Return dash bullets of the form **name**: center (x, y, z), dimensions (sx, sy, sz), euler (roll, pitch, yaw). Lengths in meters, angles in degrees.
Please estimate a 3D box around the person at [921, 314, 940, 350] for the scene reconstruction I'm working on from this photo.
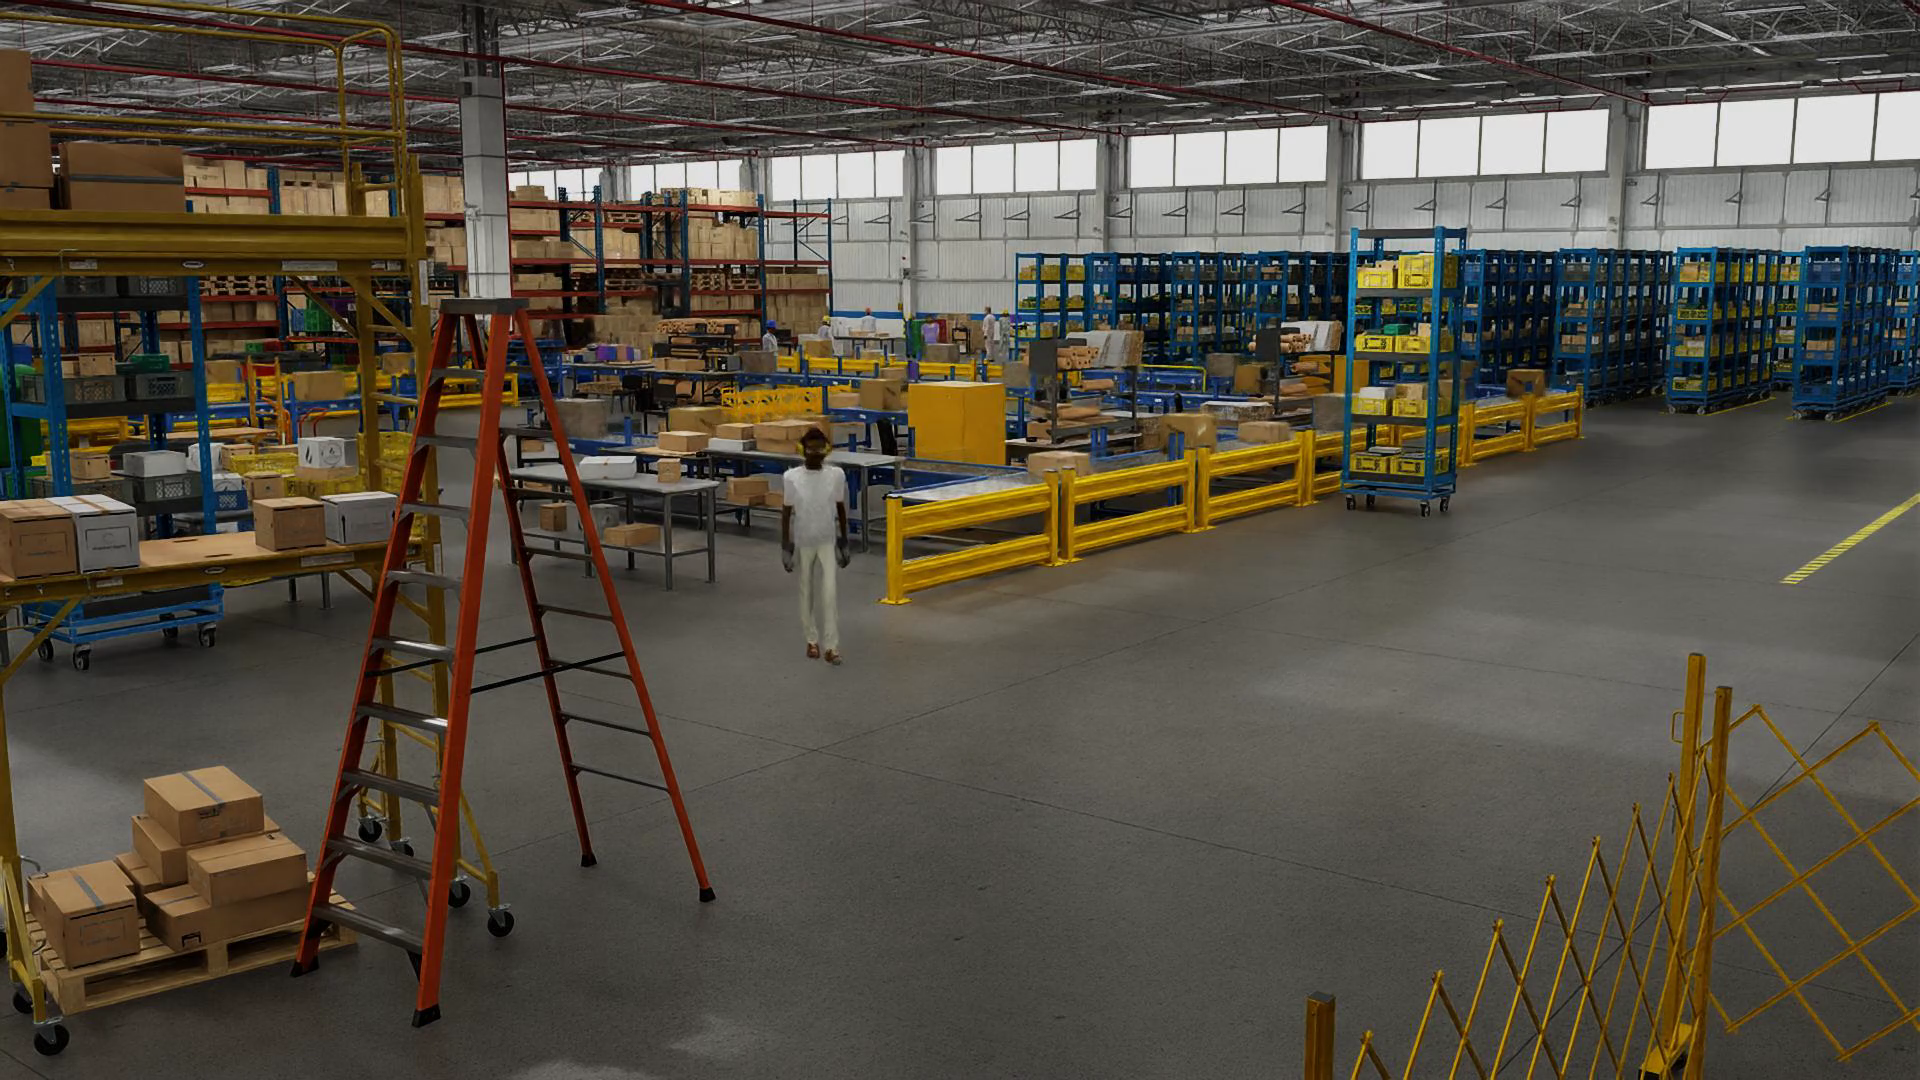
- **person**: center (-0.888, -5.969, 50.558), dimensions (0.588, 1.825, 0.447), euler (-2, 9, -11)

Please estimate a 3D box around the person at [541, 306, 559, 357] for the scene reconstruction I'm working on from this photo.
- **person**: center (-15.015, -7.640, 60.923), dimensions (0.639, 1.856, 1.014), euler (7, 12, 39)

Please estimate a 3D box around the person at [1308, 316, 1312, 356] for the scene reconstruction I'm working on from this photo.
- **person**: center (10.601, -5.981, 50.808), dimensions (0.597, 1.793, 0.881), euler (5, 10, 28)

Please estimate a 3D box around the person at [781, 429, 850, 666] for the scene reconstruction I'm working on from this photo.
- **person**: center (-1.102, 0.071, 12.824), dimensions (0.555, 1.833, 0.893), euler (-2, 9, -10)

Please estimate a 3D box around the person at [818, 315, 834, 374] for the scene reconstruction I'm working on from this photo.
- **person**: center (-3.819, -5.547, 47.897), dimensions (0.404, 1.837, 0.590), euler (-9, 13, -43)

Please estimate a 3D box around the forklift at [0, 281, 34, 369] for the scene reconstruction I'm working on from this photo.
- **forklift**: center (-26.397, -5.650, 45.297), dimensions (1.873, 2.768, 1.129), euler (3, 10, 20)

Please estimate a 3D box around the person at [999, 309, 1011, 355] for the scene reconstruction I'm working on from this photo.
- **person**: center (1.681, -7.722, 61.805), dimensions (0.485, 1.735, 0.356), euler (-3, 10, -19)

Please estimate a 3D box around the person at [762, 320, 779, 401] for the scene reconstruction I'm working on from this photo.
- **person**: center (-4.469, -4.228, 39.319), dimensions (0.404, 1.945, 0.616), euler (2, 9, 10)

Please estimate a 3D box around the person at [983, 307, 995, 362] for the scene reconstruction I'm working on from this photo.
- **person**: center (0.975, -7.076, 57.234), dimensions (0.402, 1.904, 0.652), euler (4, 10, 22)

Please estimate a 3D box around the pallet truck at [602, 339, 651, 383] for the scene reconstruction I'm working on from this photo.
- **pallet truck**: center (-8.991, -4.871, 45.351), dimensions (0.653, 1.274, 1.630), euler (7, 11, 37)

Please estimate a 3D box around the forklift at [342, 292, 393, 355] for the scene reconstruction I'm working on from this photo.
- **forklift**: center (-16.485, -5.622, 45.120), dimensions (1.129, 2.768, 1.873), euler (7, 11, 37)

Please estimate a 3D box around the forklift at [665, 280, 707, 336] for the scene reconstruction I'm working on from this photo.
- **forklift**: center (-9.708, -7.565, 57.247), dimensions (1.129, 2.768, 1.873), euler (7, 11, 37)

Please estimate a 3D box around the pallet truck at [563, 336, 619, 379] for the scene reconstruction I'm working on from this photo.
- **pallet truck**: center (-10.690, -5.294, 48.215), dimensions (1.601, 1.201, 0.680), euler (-5, 10, -26)

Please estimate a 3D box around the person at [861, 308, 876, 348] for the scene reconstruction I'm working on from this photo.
- **person**: center (-3.473, -7.922, 63.041), dimensions (0.571, 1.736, 0.389), euler (-1, 9, -7)
